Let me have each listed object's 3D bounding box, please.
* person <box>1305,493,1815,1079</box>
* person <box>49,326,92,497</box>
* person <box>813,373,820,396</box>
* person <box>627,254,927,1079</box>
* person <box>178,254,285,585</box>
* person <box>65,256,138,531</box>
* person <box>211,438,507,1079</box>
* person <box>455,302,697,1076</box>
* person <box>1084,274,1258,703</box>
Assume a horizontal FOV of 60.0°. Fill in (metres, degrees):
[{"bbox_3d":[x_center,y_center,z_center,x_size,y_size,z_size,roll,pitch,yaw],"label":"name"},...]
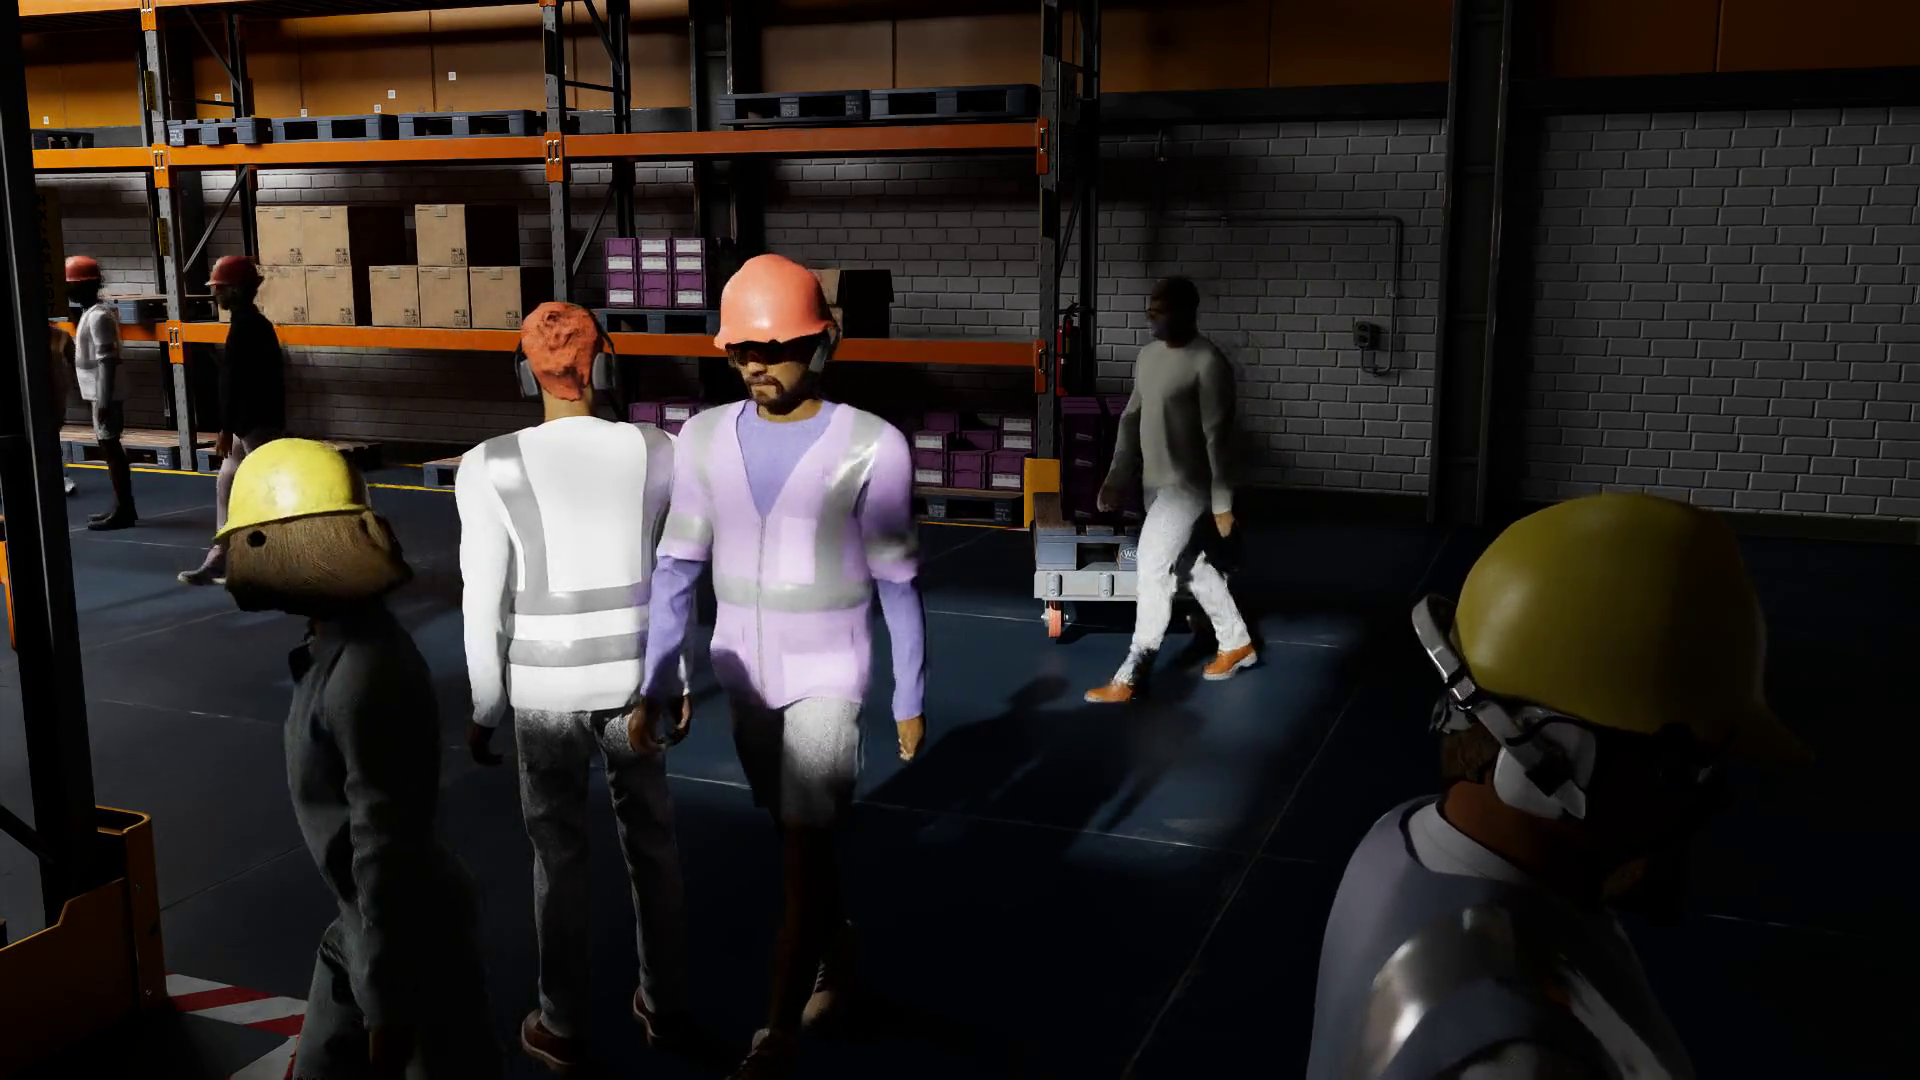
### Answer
[{"bbox_3d":[0.487,0.862,1.466,0.403,1.823,0.586,2,10,9],"label":"person"},{"bbox_3d":[-7.195,-1.133,13.191,0.847,1.583,0.625,8,13,37],"label":"person"},{"bbox_3d":[-0.993,-0.660,9.651,0.369,1.927,0.588,-3,11,-14],"label":"person"},{"bbox_3d":[-0.437,0.337,3.925,0.626,1.984,1.045,4,11,22],"label":"person"},{"bbox_3d":[-4.095,-0.693,9.778,0.992,1.959,0.611,-3,11,-18],"label":"person"},{"bbox_3d":[-6.100,-1.021,11.754,0.437,1.922,0.572,-6,12,-30],"label":"person"},{"bbox_3d":[-0.979,0.682,2.778,0.588,1.704,0.537,-5,12,-28],"label":"person"},{"bbox_3d":[-0.917,0.367,4.062,0.574,1.881,0.358,-6,12,-28],"label":"person"},{"bbox_3d":[1.010,-0.233,7.476,0.967,1.899,0.625,-4,11,-22],"label":"person"}]
